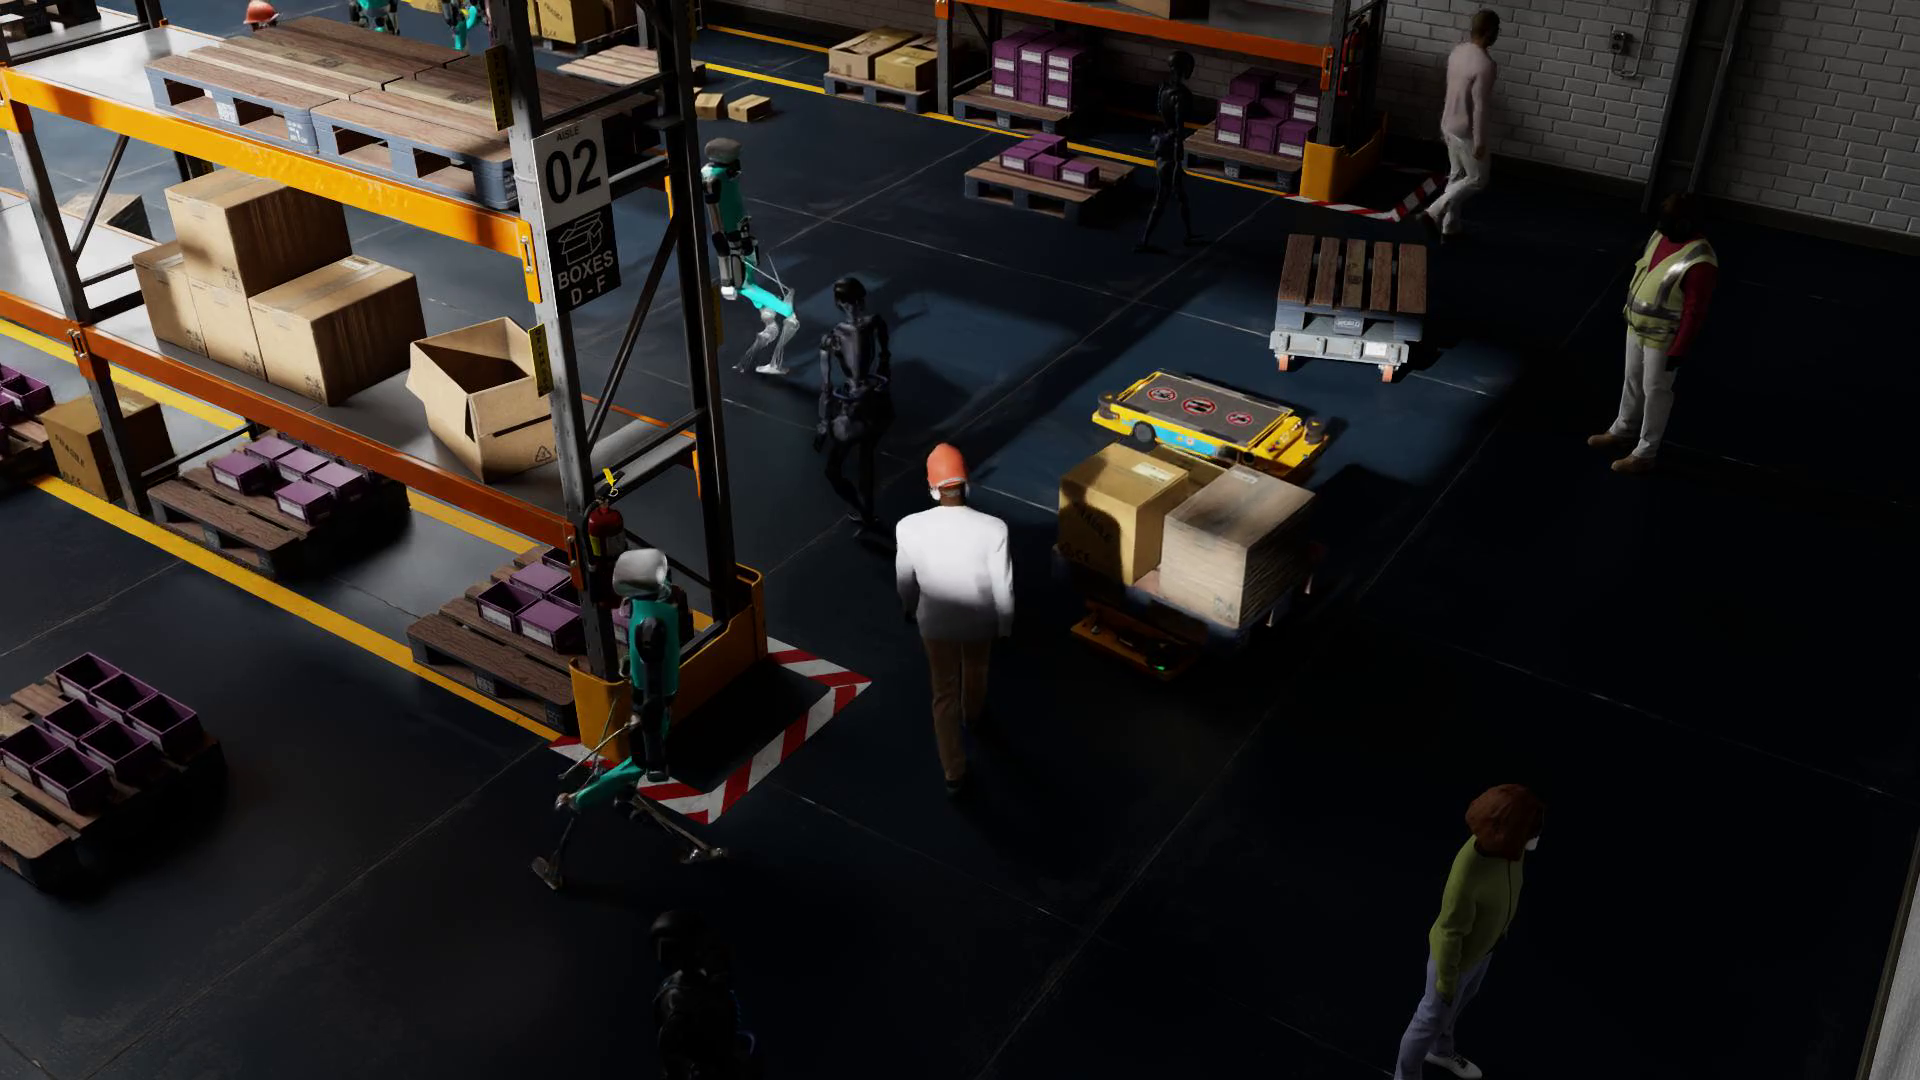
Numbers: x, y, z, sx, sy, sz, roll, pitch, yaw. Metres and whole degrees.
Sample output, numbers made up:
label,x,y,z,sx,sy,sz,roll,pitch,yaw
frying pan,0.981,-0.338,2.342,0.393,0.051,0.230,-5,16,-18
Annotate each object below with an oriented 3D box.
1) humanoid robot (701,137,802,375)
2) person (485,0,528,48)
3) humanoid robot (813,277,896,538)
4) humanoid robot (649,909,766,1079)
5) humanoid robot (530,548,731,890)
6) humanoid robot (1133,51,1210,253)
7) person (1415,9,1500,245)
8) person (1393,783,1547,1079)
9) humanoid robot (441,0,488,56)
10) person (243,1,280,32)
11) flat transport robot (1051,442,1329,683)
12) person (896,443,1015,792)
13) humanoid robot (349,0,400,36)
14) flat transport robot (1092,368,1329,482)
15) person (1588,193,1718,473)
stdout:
label,x,y,z,sx,sy,sz,roll,pitch,yaw
humanoid robot,-1.346,-1.844,11.389,0.802,1.805,0.542,6,34,9
person,-4.066,-4.366,15.043,0.497,1.949,0.426,26,41,34
humanoid robot,-0.596,-0.772,9.768,0.356,1.642,0.616,26,41,34
humanoid robot,-0.820,1.913,5.647,0.369,1.635,0.597,6,34,9
humanoid robot,-1.576,0.838,7.300,1.016,1.787,0.535,-3,33,-5
humanoid robot,1.764,-3.105,13.370,0.692,1.633,0.611,-1,33,-2
person,4.043,-3.297,13.430,0.510,1.916,0.662,-5,33,-7
person,1.920,1.541,6.262,0.285,1.626,0.495,25,41,33
humanoid robot,-5.029,-5.295,16.702,0.557,1.812,0.761,-26,41,-34
person,-5.902,-3.752,14.297,0.770,1.719,0.599,-2,33,-4
flat transport robot,1.312,0.293,9.424,0.659,0.231,1.431,25,40,33
person,-0.018,0.335,8.040,0.575,1.692,0.838,2,33,3
humanoid robot,-5.749,-4.880,16.079,0.736,1.850,0.549,20,38,28
flat transport robot,1.659,-0.773,11.061,1.431,0.231,0.659,22,39,30
person,4.358,-1.298,10.431,0.429,1.836,0.632,-4,33,-6
